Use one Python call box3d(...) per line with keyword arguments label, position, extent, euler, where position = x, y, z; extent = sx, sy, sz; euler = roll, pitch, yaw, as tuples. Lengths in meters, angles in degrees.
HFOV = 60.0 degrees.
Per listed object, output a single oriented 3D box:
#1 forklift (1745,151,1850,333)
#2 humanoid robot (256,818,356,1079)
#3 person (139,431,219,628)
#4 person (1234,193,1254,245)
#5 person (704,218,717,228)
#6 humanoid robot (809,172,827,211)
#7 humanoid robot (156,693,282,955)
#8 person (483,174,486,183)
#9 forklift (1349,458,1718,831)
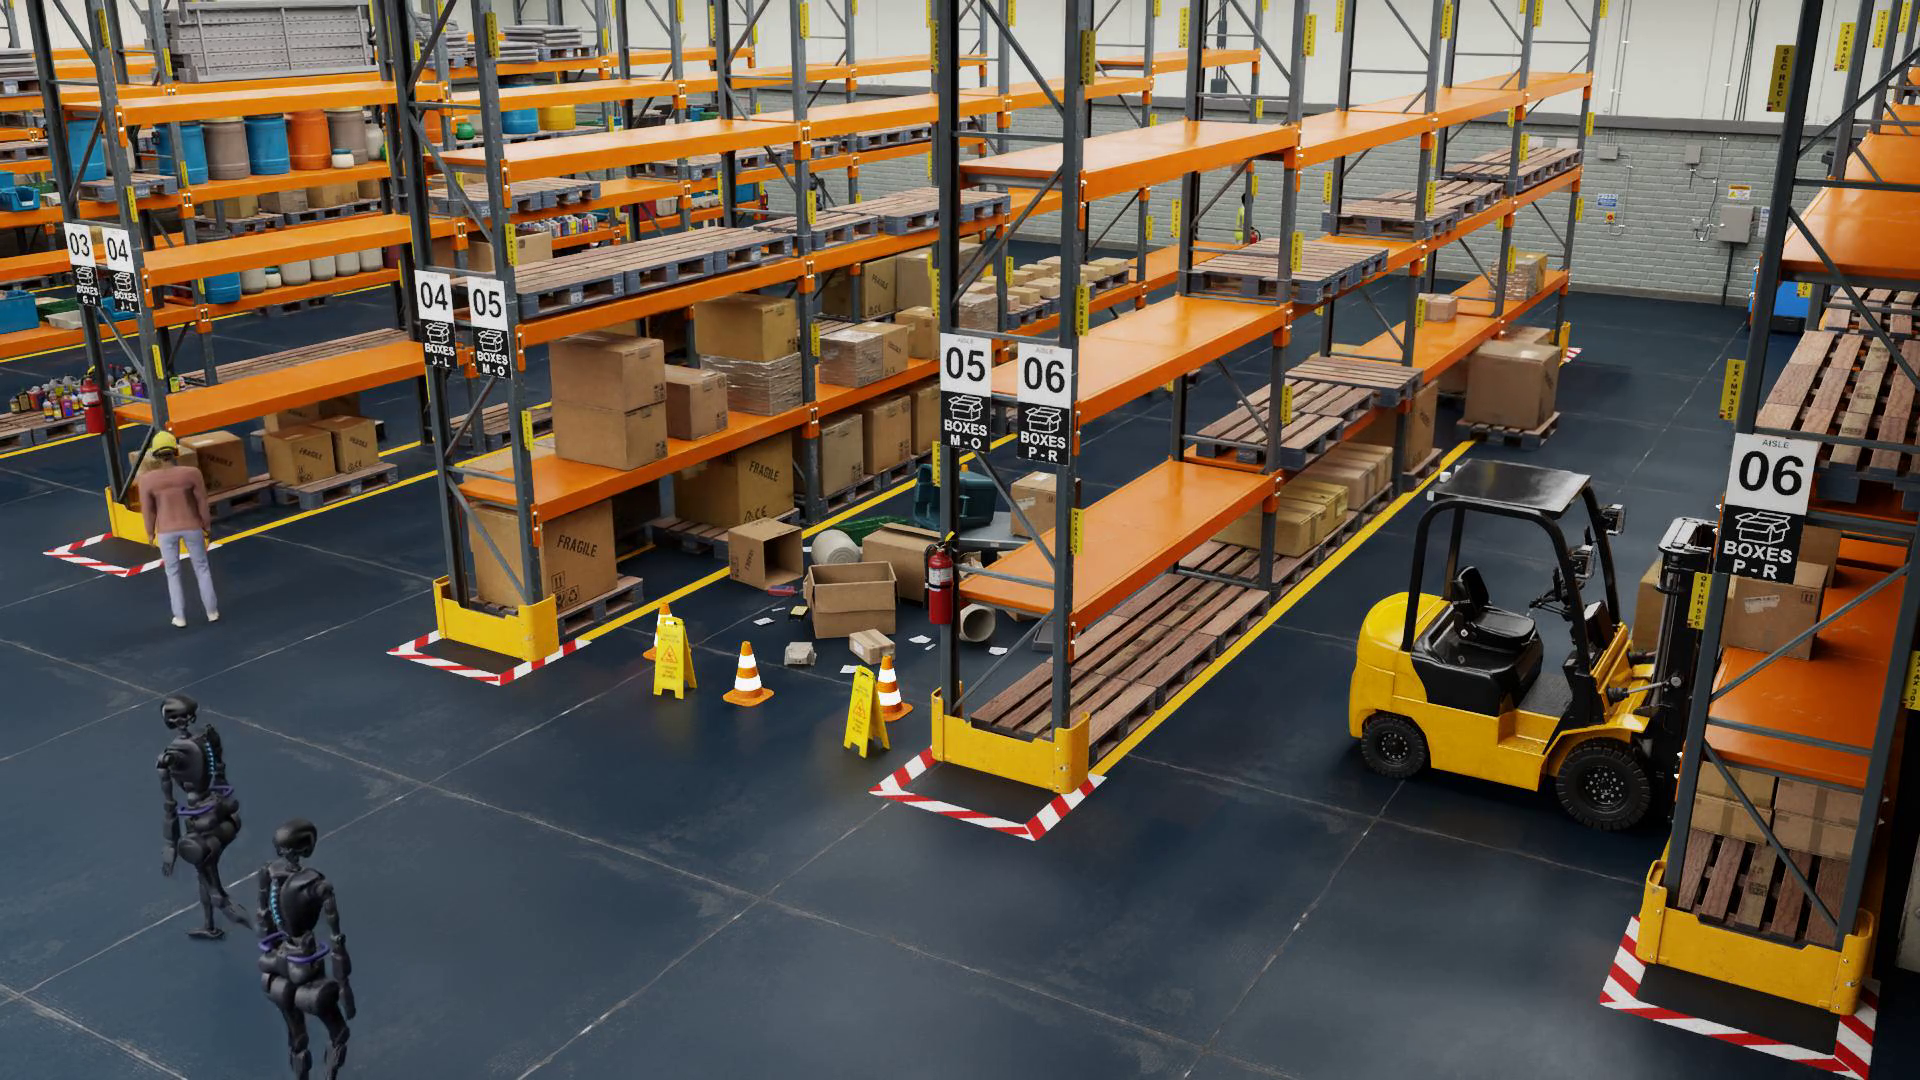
box3d(label="forklift", position=(13.620, -4.667, 26.137), extent=(1.873, 2.768, 1.129), euler=(11, 22, 29))
box3d(label="humanoid robot", position=(-3.269, 2.139, 8.290), extent=(0.589, 1.654, 0.330), euler=(9, 21, 24))
box3d(label="person", position=(-6.865, -0.098, 14.624), extent=(0.542, 1.757, 0.359), euler=(-9, 21, -25))
box3d(label="person", position=(5.181, -5.511, 30.378), extent=(0.320, 1.686, 0.537), euler=(-1, 19, -3))
box3d(label="person", position=(-5.238, -7.063, 34.868), extent=(0.488, 1.688, 0.350), euler=(-6, 20, -17))
box3d(label="humanoid robot", position=(-3.084, -7.040, 34.836), extent=(0.608, 1.638, 0.456), euler=(-4, 20, -12))
box3d(label="humanoid robot", position=(-4.345, 1.659, 9.711), extent=(0.693, 1.637, 0.602), euler=(4, 19, 11))
box3d(label="person", position=(-10.412, -7.744, 36.659), extent=(0.328, 1.800, 0.542), euler=(13, 23, 33))
box3d(label="forklift", position=(3.988, 0.658, 11.776), extent=(2.313, 2.155, 1.214), euler=(11, 22, 29))
